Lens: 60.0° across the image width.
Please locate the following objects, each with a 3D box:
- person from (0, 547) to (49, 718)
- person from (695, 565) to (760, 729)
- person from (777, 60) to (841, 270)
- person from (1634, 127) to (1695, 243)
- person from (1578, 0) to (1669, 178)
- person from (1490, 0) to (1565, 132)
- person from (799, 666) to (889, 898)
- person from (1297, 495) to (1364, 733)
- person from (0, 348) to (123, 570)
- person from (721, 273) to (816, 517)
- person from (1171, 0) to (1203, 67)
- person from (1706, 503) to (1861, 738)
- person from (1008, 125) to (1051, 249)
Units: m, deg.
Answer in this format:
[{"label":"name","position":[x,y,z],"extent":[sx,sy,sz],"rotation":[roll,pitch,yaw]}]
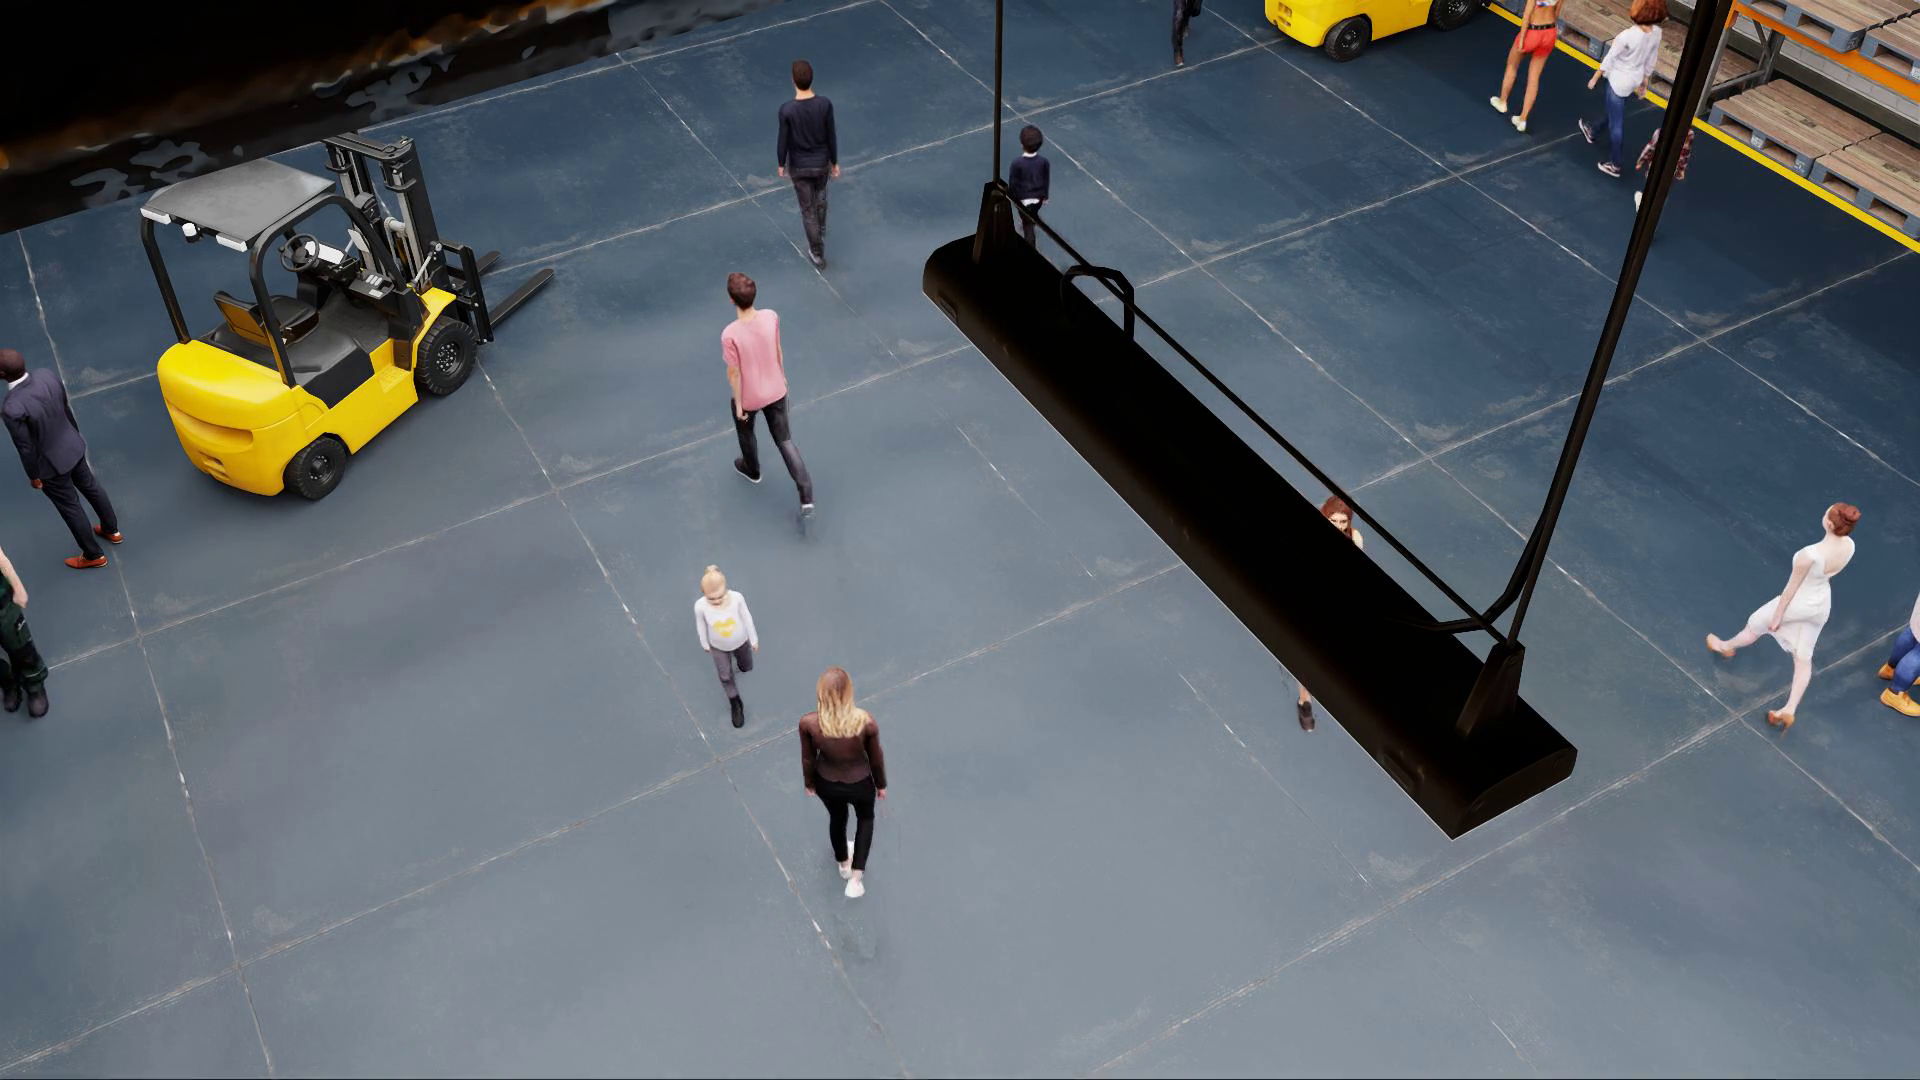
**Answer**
[{"label":"person","position":[-6.161,0.327,10.419],"extent":[0.741,1.893,0.669],"rotation":[-16,46,-16]},{"label":"person","position":[-1.477,0.595,10.593],"extent":[0.661,1.265,0.844],"rotation":[-12,45,-12]},{"label":"person","position":[-1.239,-3.117,14.064],"extent":[0.727,1.852,0.901],"rotation":[-16,46,-16]},{"label":"person","position":[6.174,-3.212,14.584],"extent":[0.771,1.273,0.953],"rotation":[-3,44,-3]},{"label":"person","position":[6.157,-4.150,15.276],"extent":[0.696,1.676,1.085],"rotation":[-17,46,-17]},{"label":"person","position":[5.518,-4.723,15.809],"extent":[0.767,1.771,0.925],"rotation":[-4,44,-4]},{"label":"person","position":[-0.653,1.435,9.403],"extent":[0.843,1.691,0.923],"rotation":[-1,44,-1]},{"label":"person","position":[2.307,0.329,10.558],"extent":[0.887,1.698,1.177],"rotation":[-3,44,-3]},{"label":"person","position":[-6.205,-0.578,11.419],"extent":[0.846,1.824,0.775],"rotation":[9,44,9]},{"label":"person","position":[-1.369,-0.981,11.770],"extent":[0.759,1.924,1.261],"rotation":[-27,50,-25]},{"label":"person","position":[2.312,-5.768,16.904],"extent":[0.898,1.774,1.096],"rotation":[-2,44,-2]},{"label":"person","position":[5.263,0.520,10.316],"extent":[0.778,1.757,1.113],"rotation":[-11,45,-11]},{"label":"person","position":[0.619,-2.969,14.386],"extent":[0.632,1.192,0.878],"rotation":[-12,45,-12]}]
